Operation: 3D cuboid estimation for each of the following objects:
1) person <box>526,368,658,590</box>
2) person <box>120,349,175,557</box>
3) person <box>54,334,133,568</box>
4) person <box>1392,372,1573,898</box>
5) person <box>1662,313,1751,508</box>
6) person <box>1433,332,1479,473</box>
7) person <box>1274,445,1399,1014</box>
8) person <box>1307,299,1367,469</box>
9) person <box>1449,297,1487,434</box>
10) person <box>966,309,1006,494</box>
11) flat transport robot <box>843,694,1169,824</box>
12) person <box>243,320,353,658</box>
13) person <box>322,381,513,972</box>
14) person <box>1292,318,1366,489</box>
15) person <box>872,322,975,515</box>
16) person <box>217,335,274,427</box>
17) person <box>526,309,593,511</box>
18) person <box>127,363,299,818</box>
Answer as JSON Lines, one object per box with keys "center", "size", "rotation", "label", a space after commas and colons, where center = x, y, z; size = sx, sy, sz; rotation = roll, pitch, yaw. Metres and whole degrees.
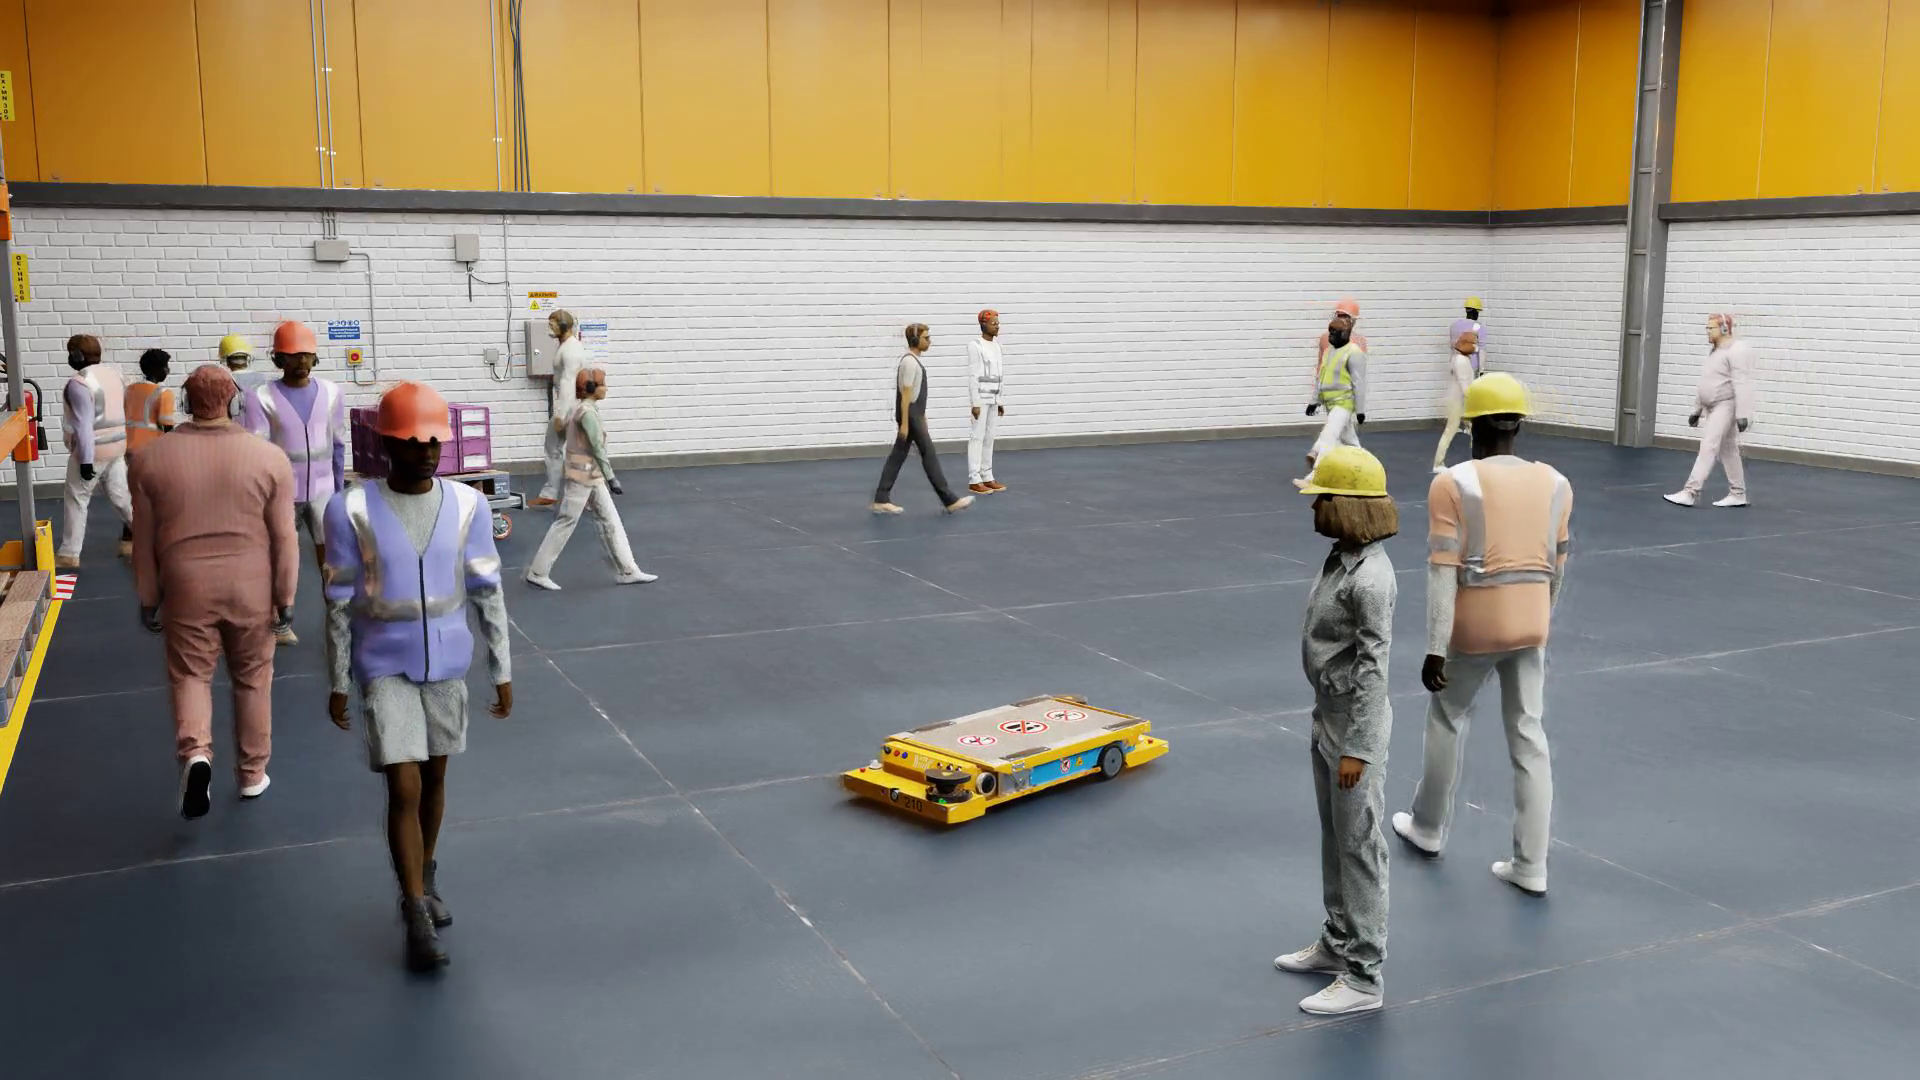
{"center": [-2.681, -0.432, 11.866], "size": [0.915, 1.588, 0.497], "rotation": [-1, 9, -7], "label": "person"}
{"center": [-6.509, -0.712, 13.433], "size": [0.546, 1.637, 0.816], "rotation": [5, 10, 29], "label": "person"}
{"center": [-6.590, -0.678, 12.744], "size": [0.875, 1.807, 0.634], "rotation": [0, 9, 3], "label": "person"}
{"center": [1.952, 0.325, 6.242], "size": [0.656, 1.884, 0.872], "rotation": [-2, 9, -14], "label": "person"}
{"center": [7.170, -1.232, 15.944], "size": [0.919, 1.863, 0.680], "rotation": [1, 9, 4], "label": "person"}
{"center": [5.700, -1.512, 18.549], "size": [0.839, 1.593, 0.513], "rotation": [4, 10, 26], "label": "person"}
{"center": [1.172, 0.578, 5.121], "size": [0.295, 1.744, 0.485], "rotation": [0, 9, -1], "label": "person"}
{"center": [4.164, -1.643, 18.199], "size": [0.523, 1.978, 0.615], "rotation": [-7, 11, -36], "label": "person"}
{"center": [7.107, -2.431, 23.250], "size": [0.391, 1.918, 0.581], "rotation": [-7, 12, -38], "label": "person"}
{"center": [0.272, -1.416, 17.061], "size": [0.358, 1.883, 0.572], "rotation": [6, 11, 31], "label": "person"}
{"center": [0.232, 0.942, 7.413], "size": [1.431, 0.197, 0.652], "rotation": [-9, 13, -44], "label": "flat transport robot"}
{"center": [-3.905, -0.296, 9.821], "size": [0.631, 1.983, 1.065], "rotation": [-8, 12, -40], "label": "person"}
{"center": [-1.760, 0.435, 5.504], "size": [0.567, 1.899, 0.851], "rotation": [-6, 11, -35], "label": "person"}
{"center": [3.908, -1.395, 17.244], "size": [0.983, 1.792, 0.627], "rotation": [-2, 9, -13], "label": "person"}
{"center": [-0.370, -1.114, 15.447], "size": [0.984, 1.791, 0.535], "rotation": [0, 9, -2], "label": "person"}
{"center": [-5.567, -0.696, 12.923], "size": [0.580, 1.779, 0.909], "rotation": [-9, 13, -43], "label": "person"}
{"center": [-3.796, -1.201, 15.623], "size": [0.832, 1.910, 0.662], "rotation": [-3, 10, -19], "label": "person"}
{"center": [-3.081, 0.214, 6.913], "size": [0.648, 1.891, 0.683], "rotation": [-4, 10, -21], "label": "person"}
